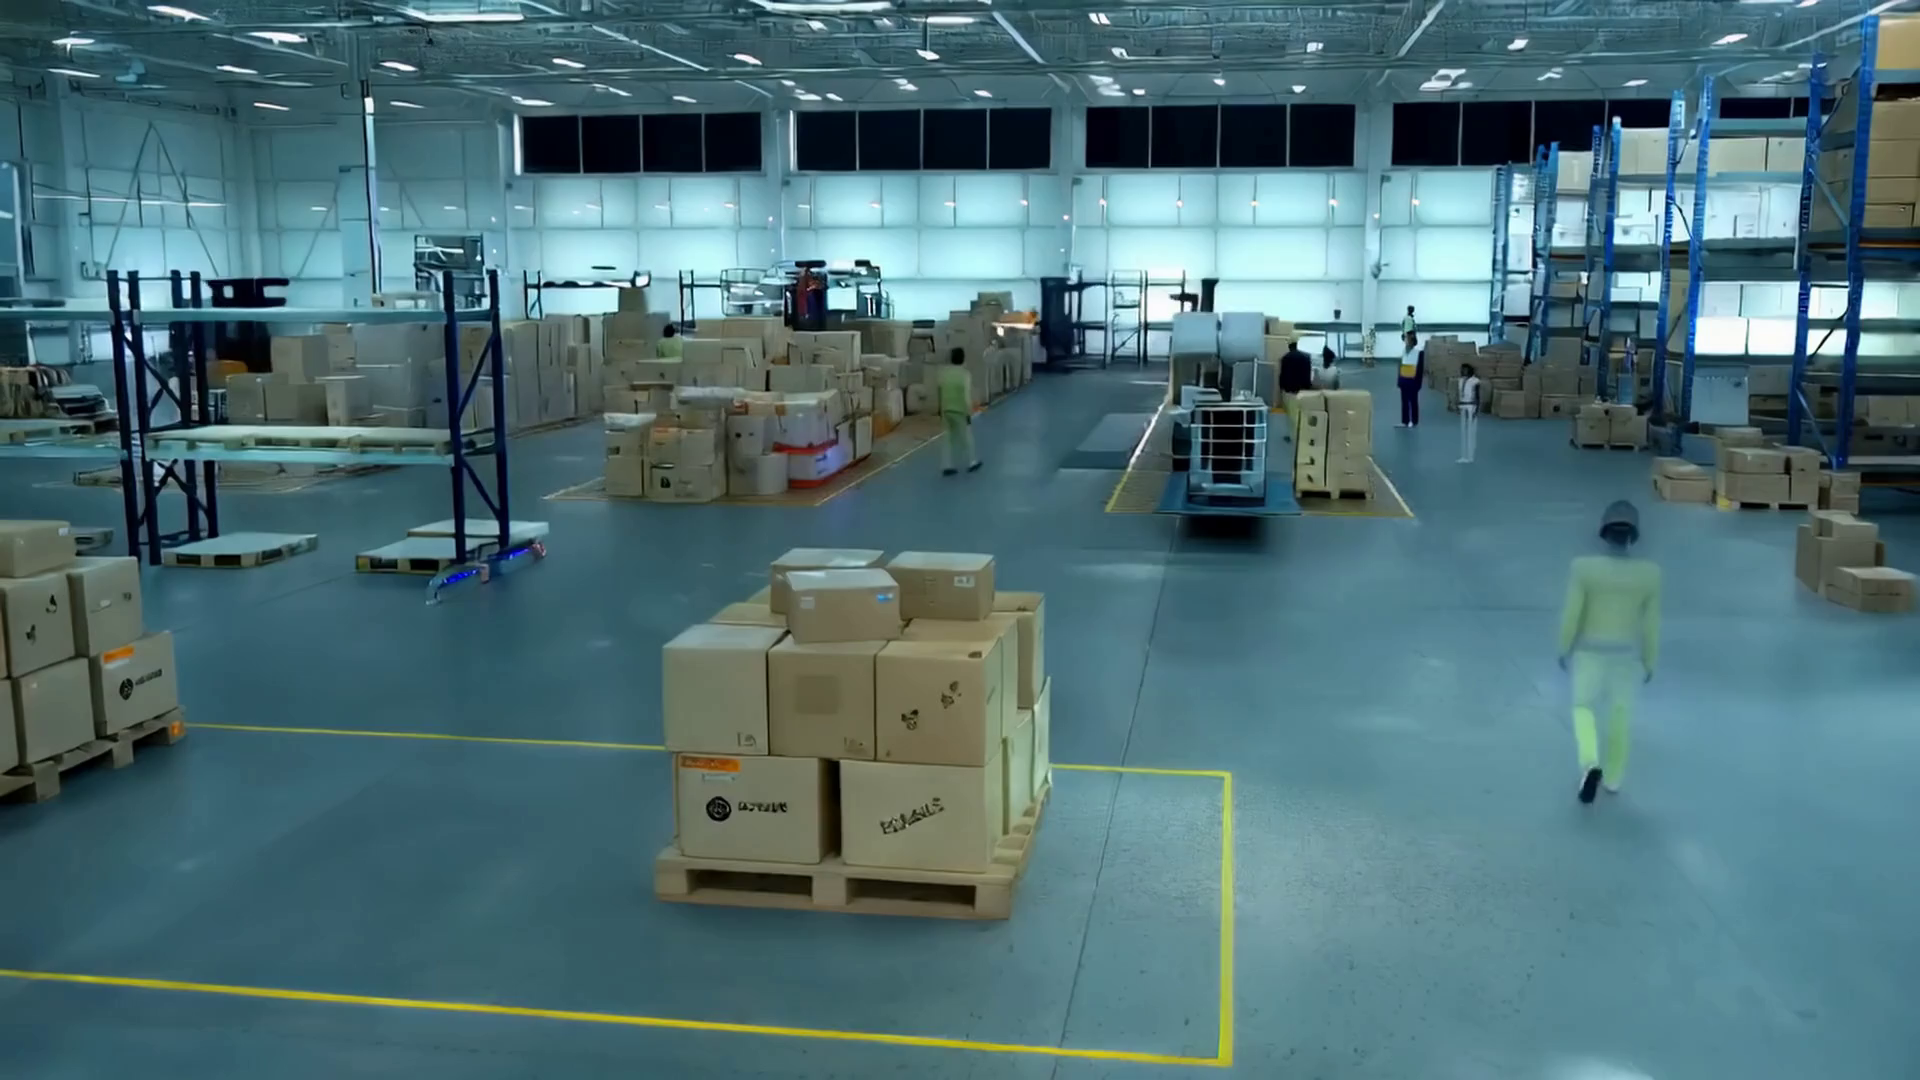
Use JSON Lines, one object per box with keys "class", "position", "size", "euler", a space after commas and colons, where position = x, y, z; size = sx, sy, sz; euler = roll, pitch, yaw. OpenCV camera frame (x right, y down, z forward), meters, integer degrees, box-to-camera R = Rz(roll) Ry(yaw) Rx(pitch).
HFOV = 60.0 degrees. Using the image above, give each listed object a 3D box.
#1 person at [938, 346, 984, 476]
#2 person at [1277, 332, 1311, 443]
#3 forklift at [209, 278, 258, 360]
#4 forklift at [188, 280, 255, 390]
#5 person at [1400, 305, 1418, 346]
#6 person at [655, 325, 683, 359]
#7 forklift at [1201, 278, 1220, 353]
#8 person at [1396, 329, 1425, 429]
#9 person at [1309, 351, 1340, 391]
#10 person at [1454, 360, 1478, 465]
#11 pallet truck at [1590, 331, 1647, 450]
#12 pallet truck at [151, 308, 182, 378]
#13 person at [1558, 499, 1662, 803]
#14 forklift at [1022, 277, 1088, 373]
{"class": "person", "position": [0.029, -1.927, 24.778], "size": [0.662, 1.906, 0.885], "euler": [7, 12, 38]}
{"class": "person", "position": [5.860, -2.670, 29.211], "size": [0.652, 1.969, 0.435], "euler": [-3, 10, -18]}
{"class": "forklift", "position": [-18.315, -5.333, 42.805], "size": [1.873, 2.768, 1.129], "euler": [-3, 10, -18]}
{"class": "forklift", "position": [-15.708, -4.216, 35.914], "size": [1.129, 2.768, 1.873], "euler": [5, 10, 28]}
{"class": "person", "position": [14.299, -6.508, 52.947], "size": [0.547, 1.938, 0.377], "euler": [5, 11, 29]}
{"class": "person", "position": [-6.020, -3.516, 34.653], "size": [0.645, 1.893, 0.937], "euler": [-2, 9, -10]}
{"class": "forklift", "position": [6.438, -5.391, 43.162], "size": [1.873, 2.768, 1.129], "euler": [1, 9, 9]}
{"class": "person", "position": [8.671, -3.094, 31.992], "size": [0.397, 1.911, 0.587], "euler": [-5, 11, -29]}
{"class": "person", "position": [6.334, -2.473, 28.938], "size": [0.541, 1.640, 0.859], "euler": [4, 10, 21]}
{"class": "person", "position": [7.947, -1.997, 26.078], "size": [0.323, 1.631, 0.521], "euler": [0, 9, -2]}
{"class": "pallet truck", "position": [11.253, -2.573, 28.499], "size": [0.823, 1.965, 1.885], "euler": [5, 10, 27]}
{"class": "pallet truck", "position": [-21.869, -5.598, 47.154], "size": [0.823, 1.965, 1.885], "euler": [4, 10, 26]}
{"class": "person", "position": [3.686, 0.640, 9.450], "size": [0.536, 1.746, 0.639], "euler": [3, 10, 17]}
{"class": "forklift", "position": [2.722, -6.392, 49.336], "size": [1.873, 2.768, 1.129], "euler": [6, 11, 34]}
